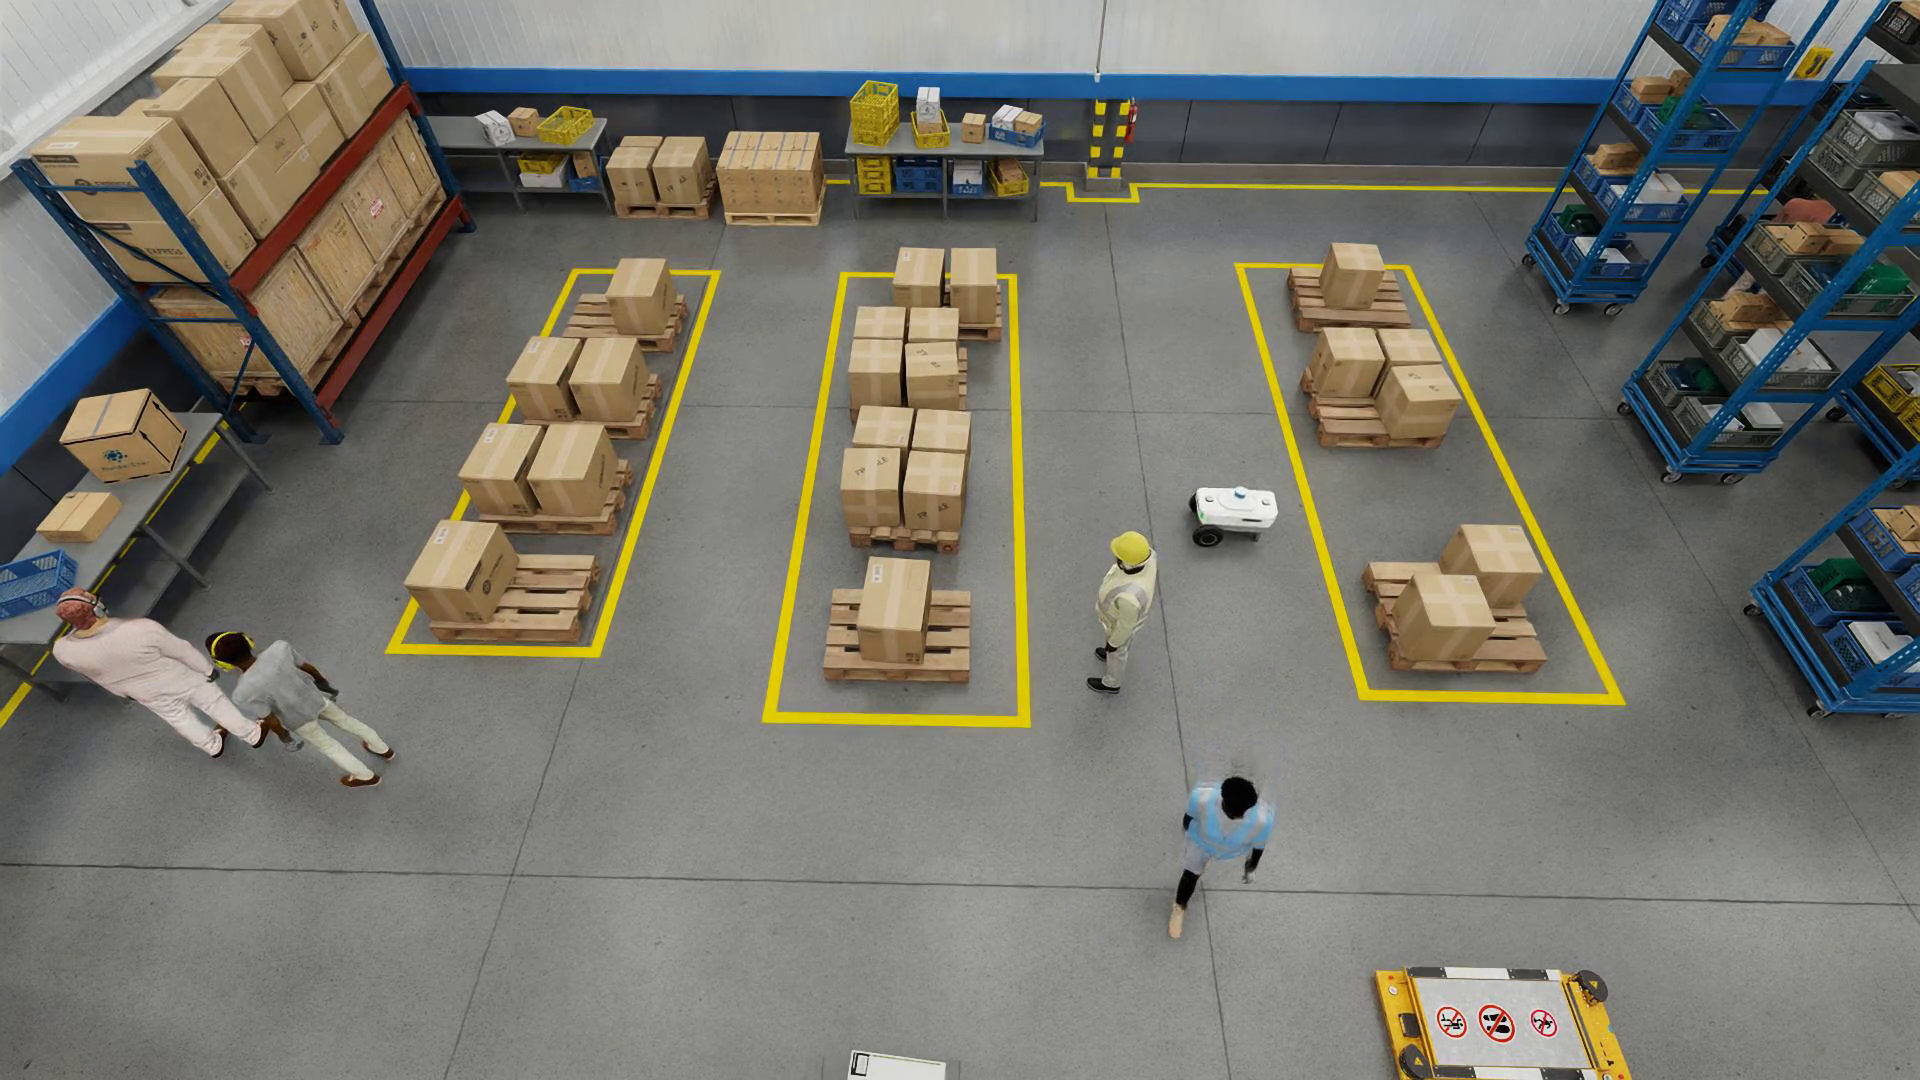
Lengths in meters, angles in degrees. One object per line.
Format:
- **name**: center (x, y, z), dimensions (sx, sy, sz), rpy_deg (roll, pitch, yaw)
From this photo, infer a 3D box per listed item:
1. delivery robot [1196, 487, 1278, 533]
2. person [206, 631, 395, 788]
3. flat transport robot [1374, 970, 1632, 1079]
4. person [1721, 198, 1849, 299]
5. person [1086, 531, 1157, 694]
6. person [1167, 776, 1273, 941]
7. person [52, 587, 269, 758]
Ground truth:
- **delivery robot**: center (2.547, -0.295, 8.468), dimensions (0.707, 0.478, 0.477), rpy_deg (3, 51, 3)
- **person**: center (-4.625, 1.209, 6.462), dimensions (0.309, 1.864, 0.535), rpy_deg (7, 51, 6)
- **flat transport robot**: center (3.501, 3.133, 5.914), dimensions (1.431, 0.197, 0.652), rpy_deg (1, 51, 1)
- **person**: center (8.795, -2.993, 9.817), dimensions (0.411, 1.980, 0.626), rpy_deg (-31, 57, -23)
- **person**: center (1.229, 0.562, 7.011), dimensions (0.404, 1.827, 0.600), rpy_deg (16, 53, 13)
- **person**: center (1.687, 1.948, 5.993), dimensions (0.537, 1.654, 0.866), rpy_deg (13, 52, 11)
- **person**: center (-5.767, 0.977, 6.634), dimensions (0.636, 1.900, 0.402), rpy_deg (-17, 53, -13)
